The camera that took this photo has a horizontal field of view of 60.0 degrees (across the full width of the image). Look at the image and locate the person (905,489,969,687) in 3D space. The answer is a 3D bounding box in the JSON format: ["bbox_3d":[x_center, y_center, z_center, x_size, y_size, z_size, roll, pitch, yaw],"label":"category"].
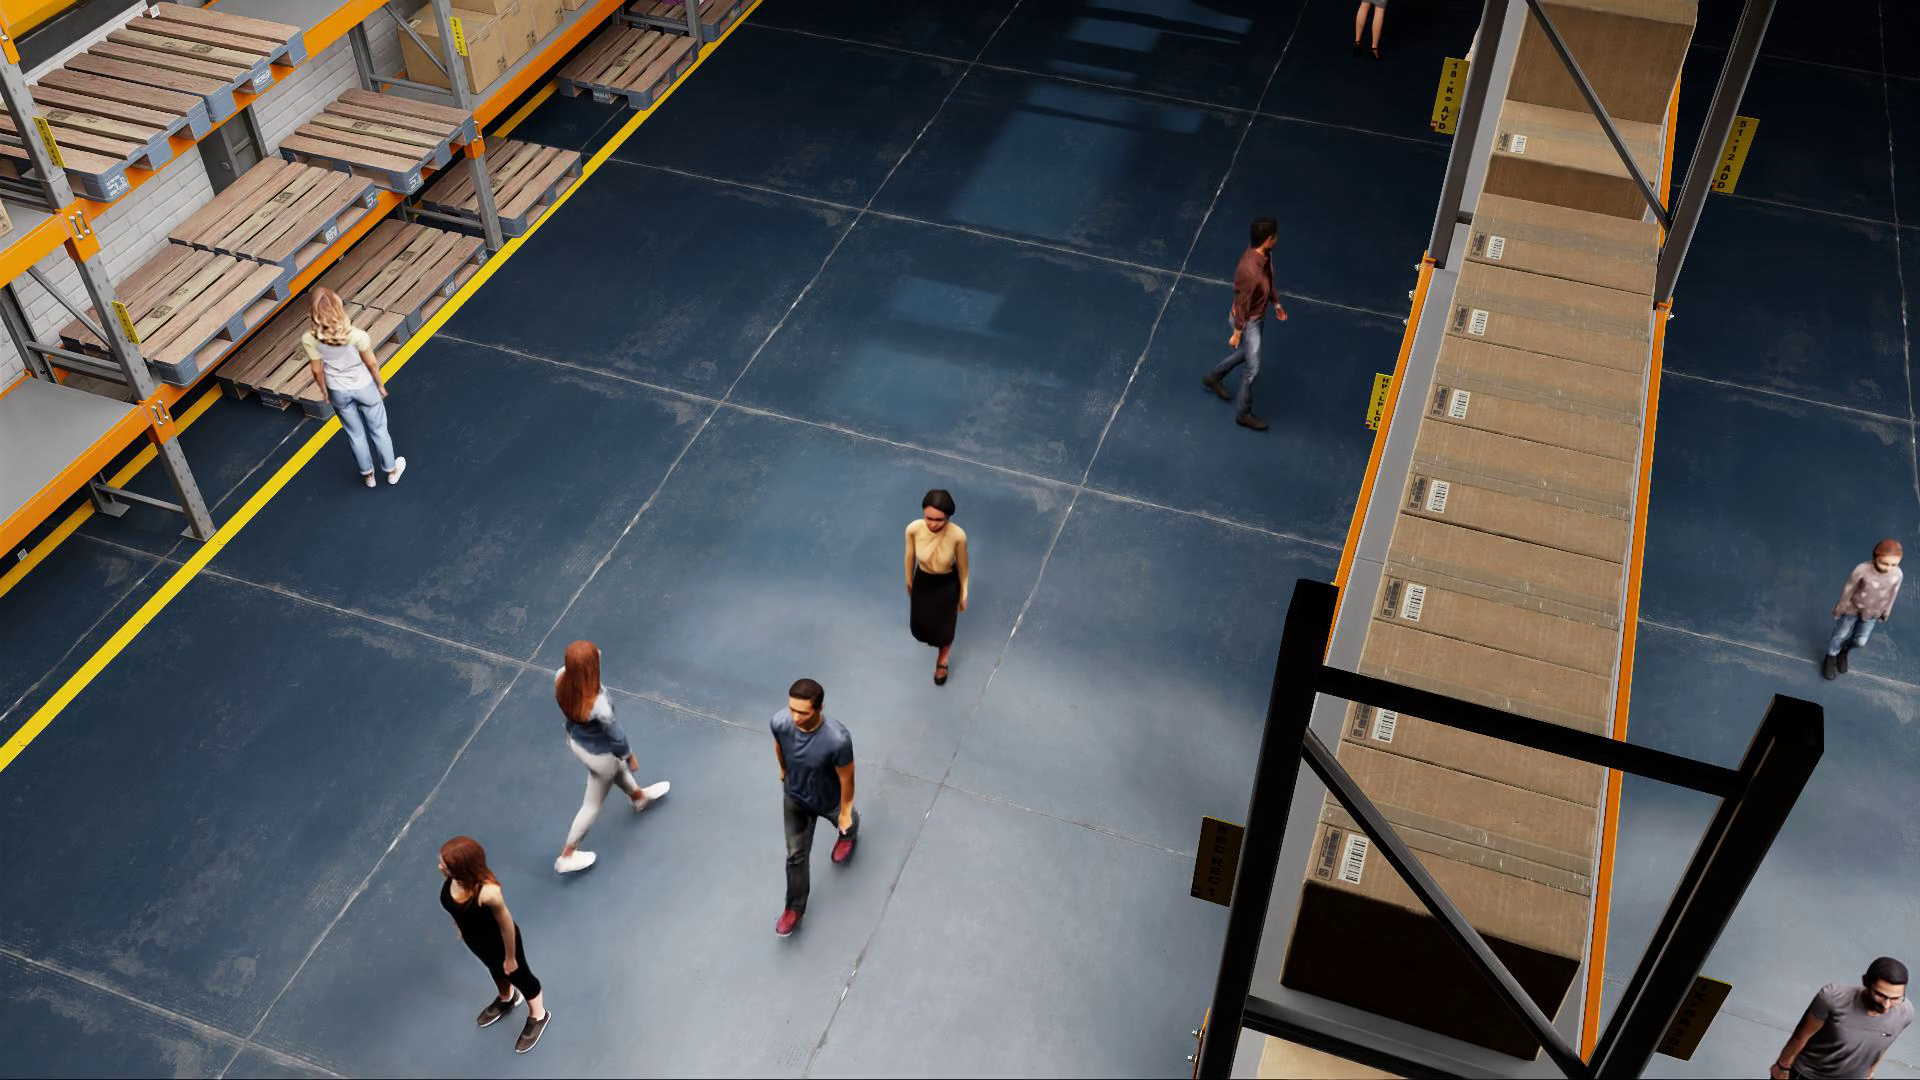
[{"bbox_3d":[-0.128,0.264,10.680,0.637,1.647,0.743,6,44,7],"label":"person"}]

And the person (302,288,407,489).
[{"bbox_3d":[-4.393,-1.086,12.042,0.712,1.723,0.723,-8,44,-8],"label":"person"}]

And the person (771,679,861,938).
[{"bbox_3d":[-0.762,1.364,9.442,0.672,1.762,1.126,15,46,15],"label":"person"}]

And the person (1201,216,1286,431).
[{"bbox_3d":[2.147,-1.707,12.679,0.689,1.742,0.762,21,47,20],"label":"person"}]

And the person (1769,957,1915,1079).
[{"bbox_3d":[4.259,2.578,8.172,0.669,1.755,0.617,5,44,5],"label":"person"}]

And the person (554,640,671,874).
[{"bbox_3d":[-2.175,1.271,9.611,1.217,1.663,0.971,-33,52,-30],"label":"person"}]

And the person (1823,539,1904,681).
[{"bbox_3d":[5.885,0.401,10.868,0.515,1.188,0.509,9,44,10],"label":"person"}]

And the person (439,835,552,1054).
[{"bbox_3d":[-2.451,2.072,8.726,0.616,1.724,0.596,26,50,25],"label":"person"}]

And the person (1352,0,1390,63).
[{"bbox_3d":[4.246,-5.743,16.844,0.685,1.843,0.676,33,53,30],"label":"person"}]
